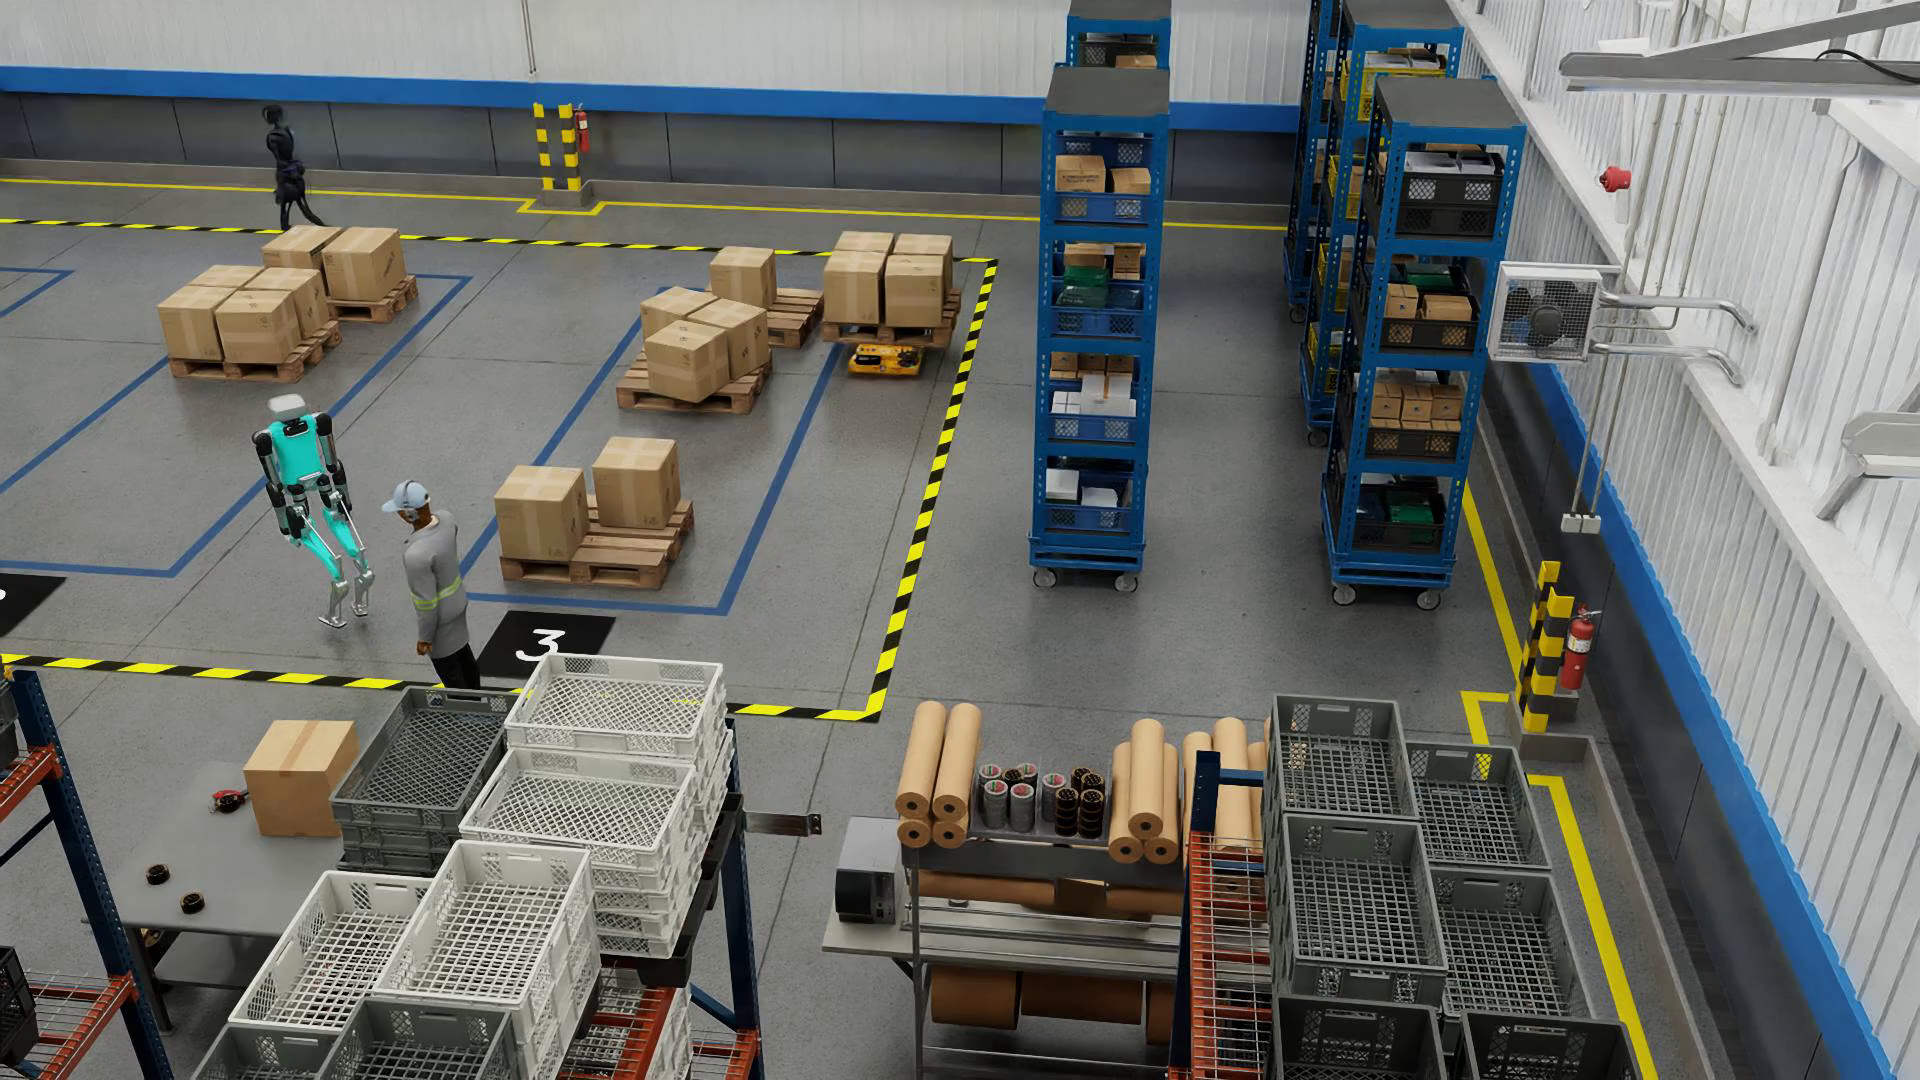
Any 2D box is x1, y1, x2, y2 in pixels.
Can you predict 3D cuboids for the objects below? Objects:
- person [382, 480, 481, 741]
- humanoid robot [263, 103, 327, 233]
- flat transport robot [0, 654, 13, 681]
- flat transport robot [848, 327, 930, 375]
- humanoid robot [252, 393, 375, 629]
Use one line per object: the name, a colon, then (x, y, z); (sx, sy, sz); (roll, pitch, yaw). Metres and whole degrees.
person: (-3.261, 0.448, 10.335); (0.393, 1.848, 0.586); (2, 30, 3)
humanoid robot: (-7.214, -3.913, 18.029); (0.722, 1.641, 0.598); (-3, 30, -5)
flat transport robot: (-7.142, 0.969, 11.010); (1.431, 0.231, 0.659); (3, 30, 6)
flat transport robot: (-0.640, -1.986, 16.057); (0.652, 0.197, 1.431); (3, 30, 6)
humanoid robot: (-4.314, -0.139, 11.319); (0.533, 1.677, 0.735); (-26, 39, -37)
